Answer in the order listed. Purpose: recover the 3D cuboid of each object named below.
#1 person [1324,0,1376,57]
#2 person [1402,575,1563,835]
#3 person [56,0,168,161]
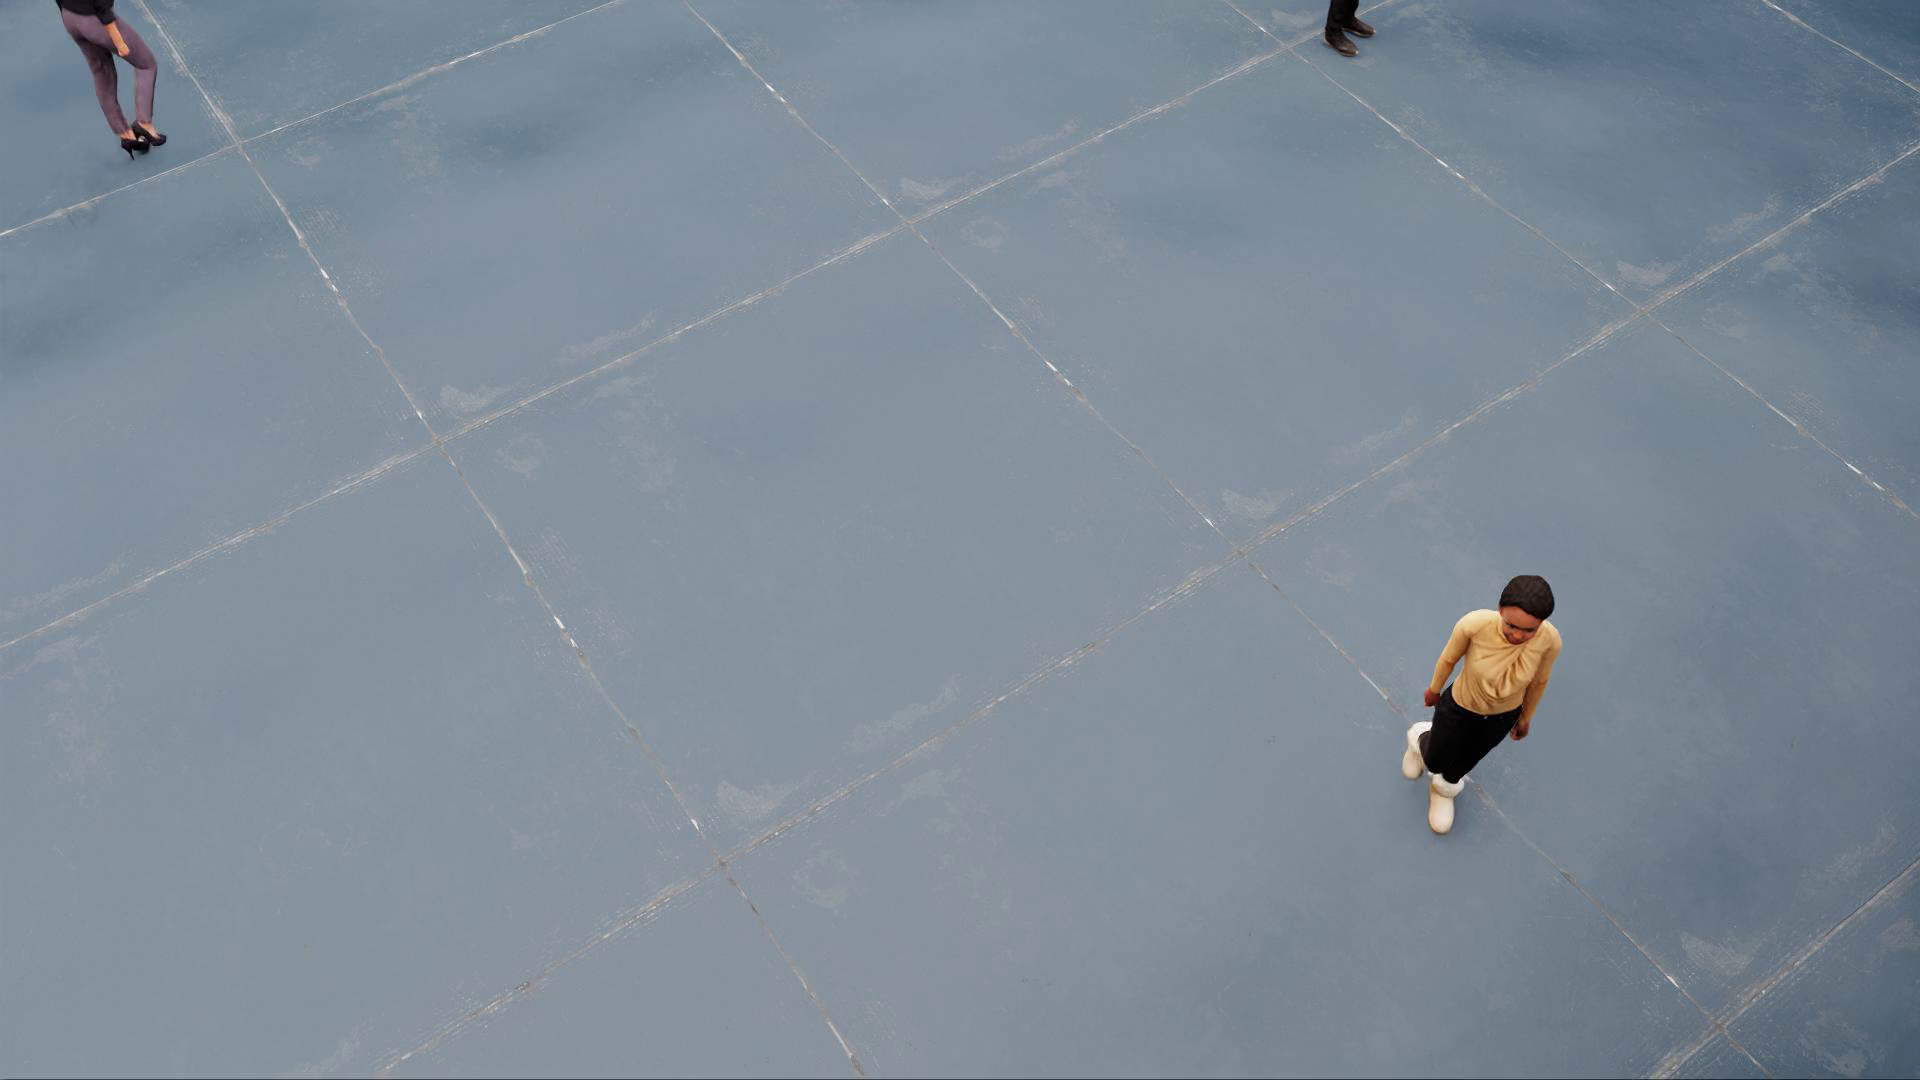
[{"bbox_3d":[2.547,-3.874,10.296,0.647,1.765,0.704,35,60,24],"label":"person"},{"bbox_3d":[2.159,0.611,6.897,0.768,1.649,0.829,7,53,5],"label":"person"},{"bbox_3d":[-5.037,-2.883,9.593,0.703,1.663,0.787,18,55,14],"label":"person"}]
